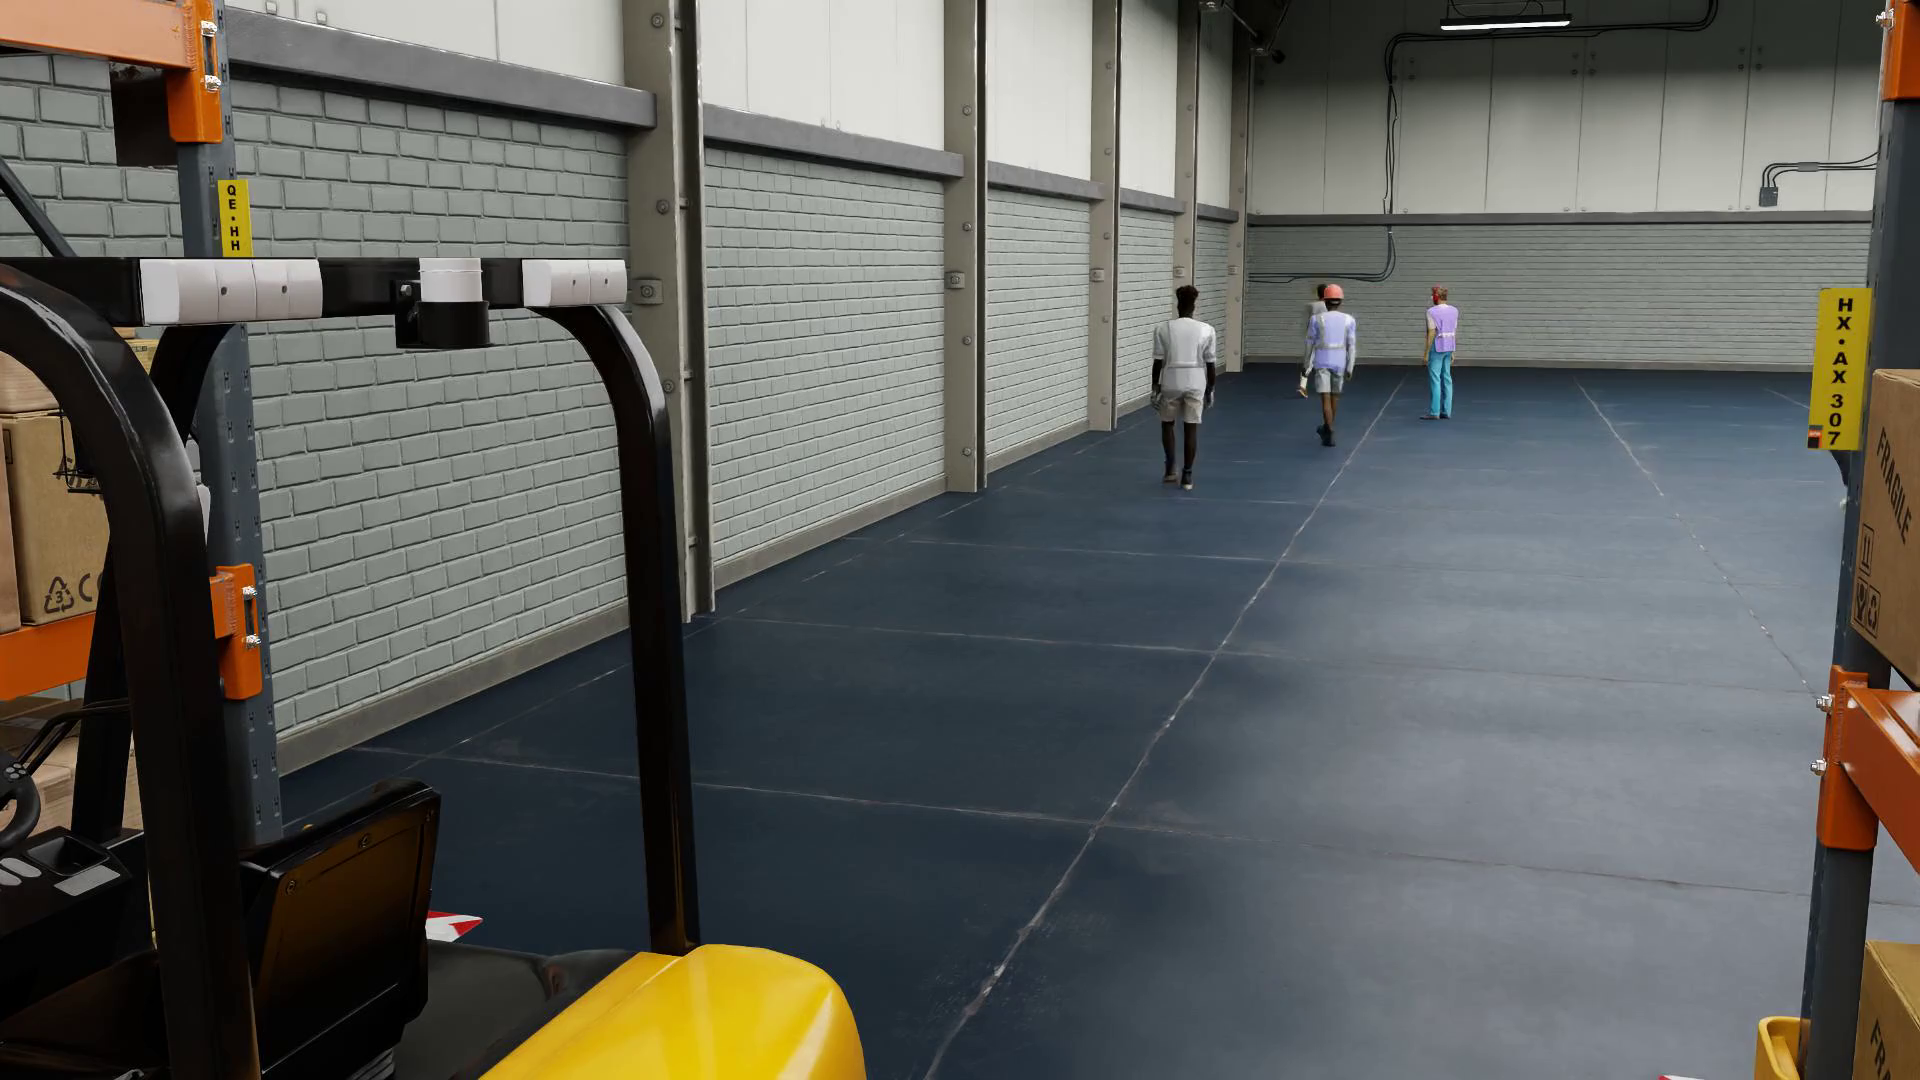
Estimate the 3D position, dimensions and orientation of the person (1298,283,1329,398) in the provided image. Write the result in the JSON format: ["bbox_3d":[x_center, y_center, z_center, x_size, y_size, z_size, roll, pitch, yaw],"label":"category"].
[{"bbox_3d":[5.703,-3.172,26.483,0.520,1.831,0.979,8,12,39],"label":"person"}]

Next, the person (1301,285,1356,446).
[{"bbox_3d":[4.385,-2.085,19.812,0.555,1.882,0.979,-1,10,-6],"label":"person"}]

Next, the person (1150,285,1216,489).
[{"bbox_3d":[2.138,-1.472,15.979,0.627,1.942,0.591,1,10,3],"label":"person"}]

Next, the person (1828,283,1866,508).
[{"bbox_3d":[7.759,-1.225,14.237,0.692,2.000,0.758,1,10,5],"label":"person"}]

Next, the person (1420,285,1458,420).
[{"bbox_3d":[6.576,-2.558,22.763,0.571,1.840,0.373,-6,11,-33],"label":"person"}]
